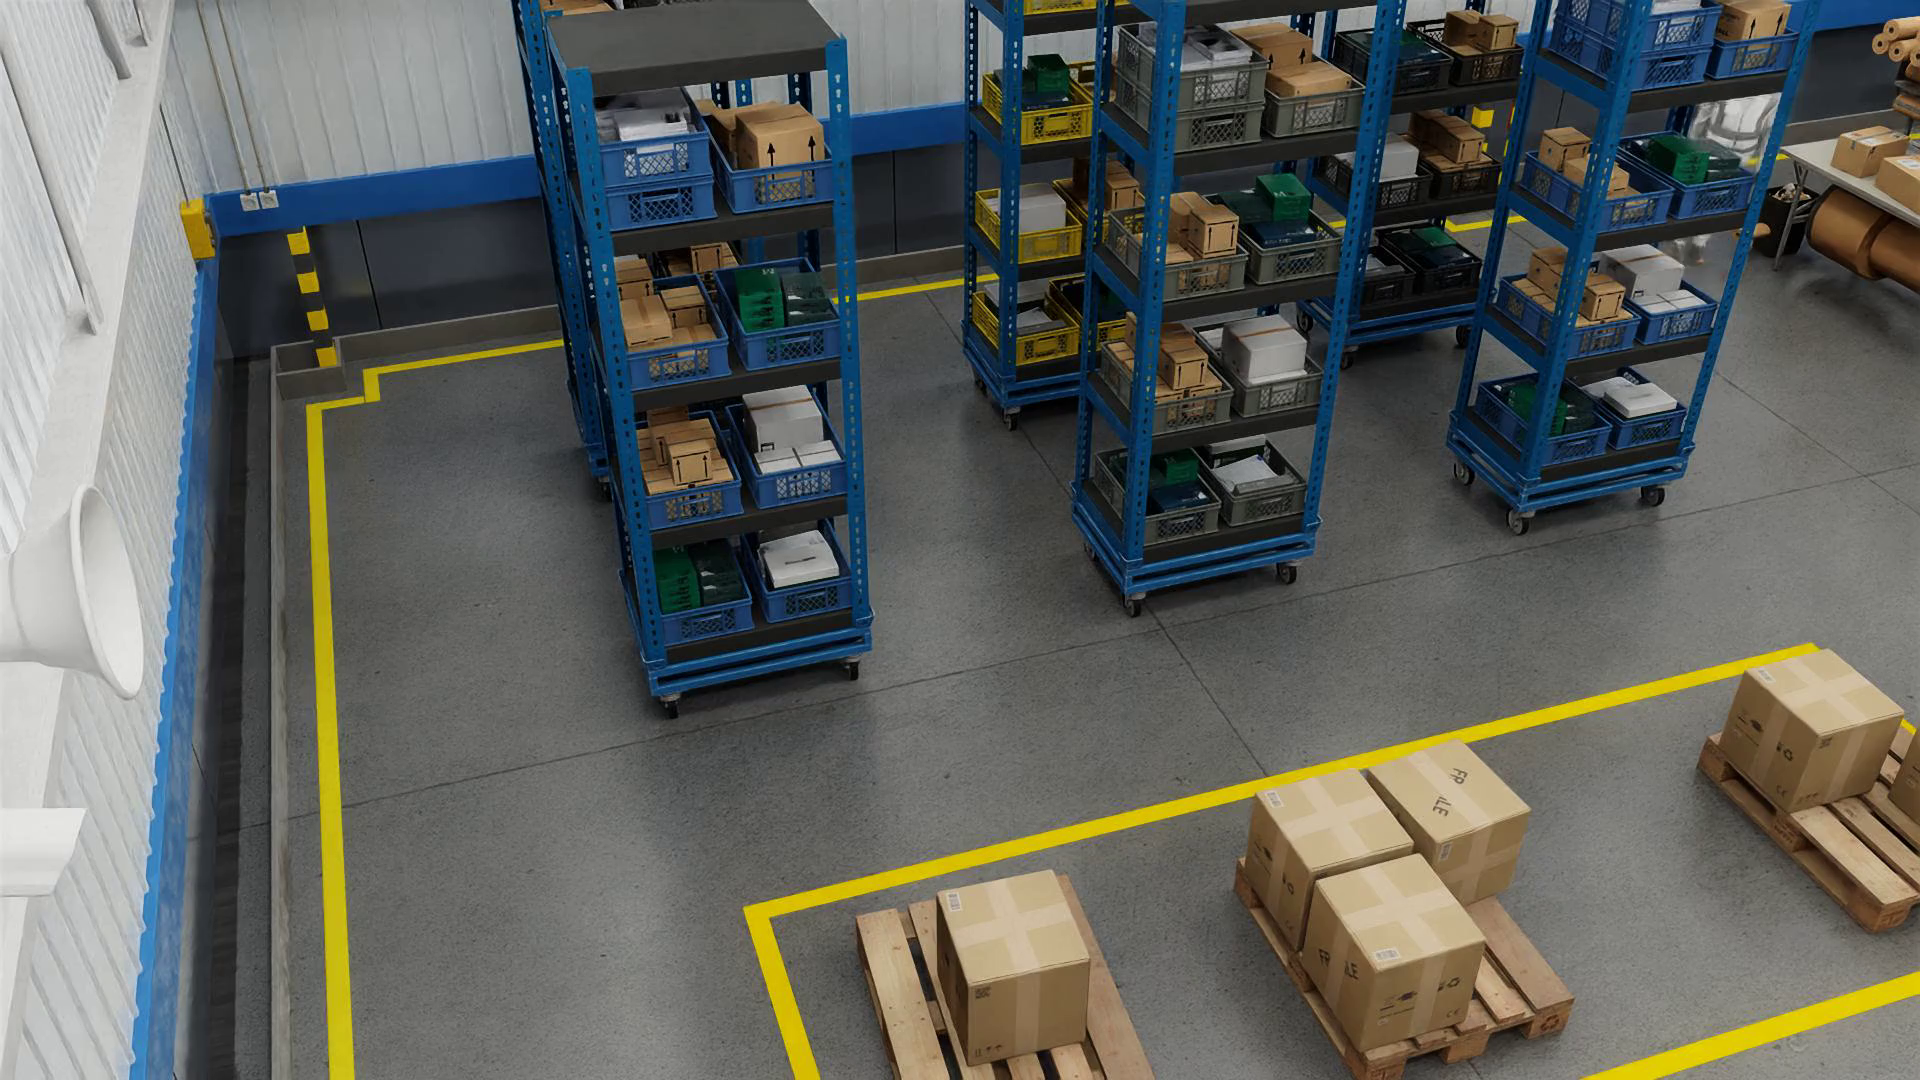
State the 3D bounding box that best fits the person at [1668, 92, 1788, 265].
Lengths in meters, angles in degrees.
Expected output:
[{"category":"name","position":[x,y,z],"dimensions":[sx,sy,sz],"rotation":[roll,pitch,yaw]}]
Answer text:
[{"category":"person","position":[5.973,-2.995,12.927],"dimensions":[0.594,1.849,0.508],"rotation":[7,36,10]}]
